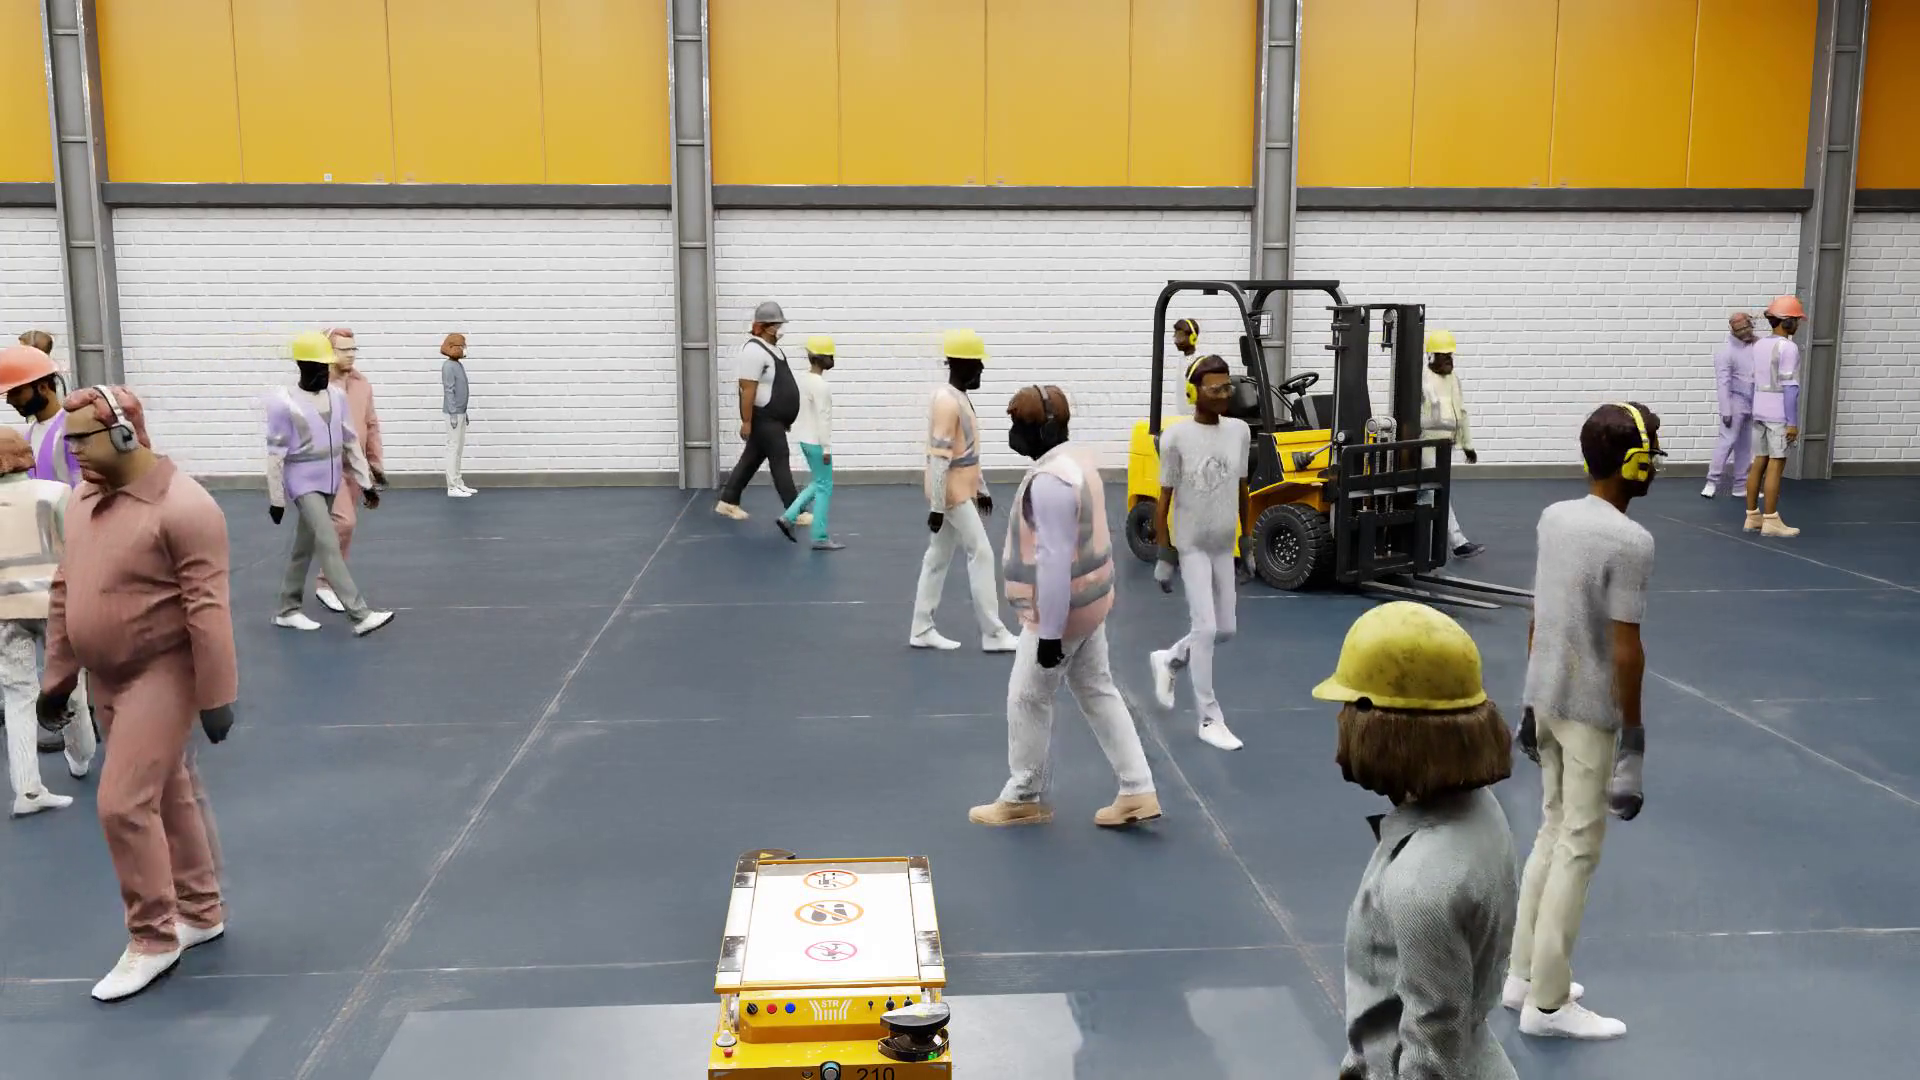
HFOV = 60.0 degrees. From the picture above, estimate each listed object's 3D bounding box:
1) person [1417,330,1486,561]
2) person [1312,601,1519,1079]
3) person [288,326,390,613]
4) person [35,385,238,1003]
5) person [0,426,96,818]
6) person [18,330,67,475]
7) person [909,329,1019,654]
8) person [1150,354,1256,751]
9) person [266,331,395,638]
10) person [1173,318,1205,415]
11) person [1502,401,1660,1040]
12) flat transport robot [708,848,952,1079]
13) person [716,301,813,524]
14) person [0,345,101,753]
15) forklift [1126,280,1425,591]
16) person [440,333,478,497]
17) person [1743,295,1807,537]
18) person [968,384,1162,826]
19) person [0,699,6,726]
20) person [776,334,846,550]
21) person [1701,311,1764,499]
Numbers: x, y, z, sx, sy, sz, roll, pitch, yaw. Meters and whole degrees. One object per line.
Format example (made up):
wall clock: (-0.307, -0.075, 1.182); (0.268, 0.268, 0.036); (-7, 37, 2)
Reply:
person: (3.774, -0.747, 13.048); (0.612, 1.780, 0.938); (-8, 12, -39)
person: (0.656, 0.942, 2.684); (0.798, 1.713, 0.494); (5, 10, 29)
person: (-4.099, -0.460, 10.977); (0.573, 1.879, 0.637); (3, 10, 21)
person: (-2.631, 0.460, 5.182); (0.646, 1.874, 0.705); (6, 11, 34)
person: (-3.876, 0.314, 6.991); (0.558, 1.585, 0.738); (-2, 9, -13)
person: (-6.936, -0.701, 12.707); (0.950, 1.809, 0.511); (-4, 10, -24)
person: (0.081, -0.275, 9.744); (0.857, 1.894, 0.600); (0, 9, -1)
person: (1.153, 0.031, 7.955); (0.530, 1.854, 0.716); (-5, 10, -28)
person: (-3.876, -0.330, 10.187); (1.009, 1.867, 0.594); (3, 10, 18)
person: (1.976, -1.005, 14.470); (0.466, 1.843, 0.550); (-3, 9, -16)
person: (1.809, 0.524, 4.890); (0.456, 1.844, 0.602); (-2, 9, -13)
flat transport robot: (-0.394, 1.269, 5.127); (0.652, 0.197, 1.431); (-1, 9, -4)
person: (-1.766, -1.161, 14.846); (1.011, 2.000, 0.703); (1, 9, 7)
person: (-4.102, 0.026, 7.847); (0.610, 1.896, 0.708); (6, 11, 34)
forklift: (2.301, -0.860, 12.475); (1.214, 2.155, 2.313); (-6, 11, -35)
person: (-5.045, -1.254, 16.702); (0.286, 1.635, 0.497); (-1, 9, -4)
person: (6.946, -1.051, 14.145); (0.369, 2.046, 0.606); (-1, 9, -4)
person: (0.455, 0.287, 6.541); (0.782, 1.799, 0.740); (2, 9, 12)
person: (-4.864, 0.109, 7.654); (1.003, 1.789, 0.584); (-7, 11, -37)
person: (-1.180, -0.778, 13.349); (0.449, 1.749, 0.537); (-4, 10, -22)
person: (7.728, -1.318, 16.430); (0.730, 1.861, 0.414); (-5, 10, -28)
